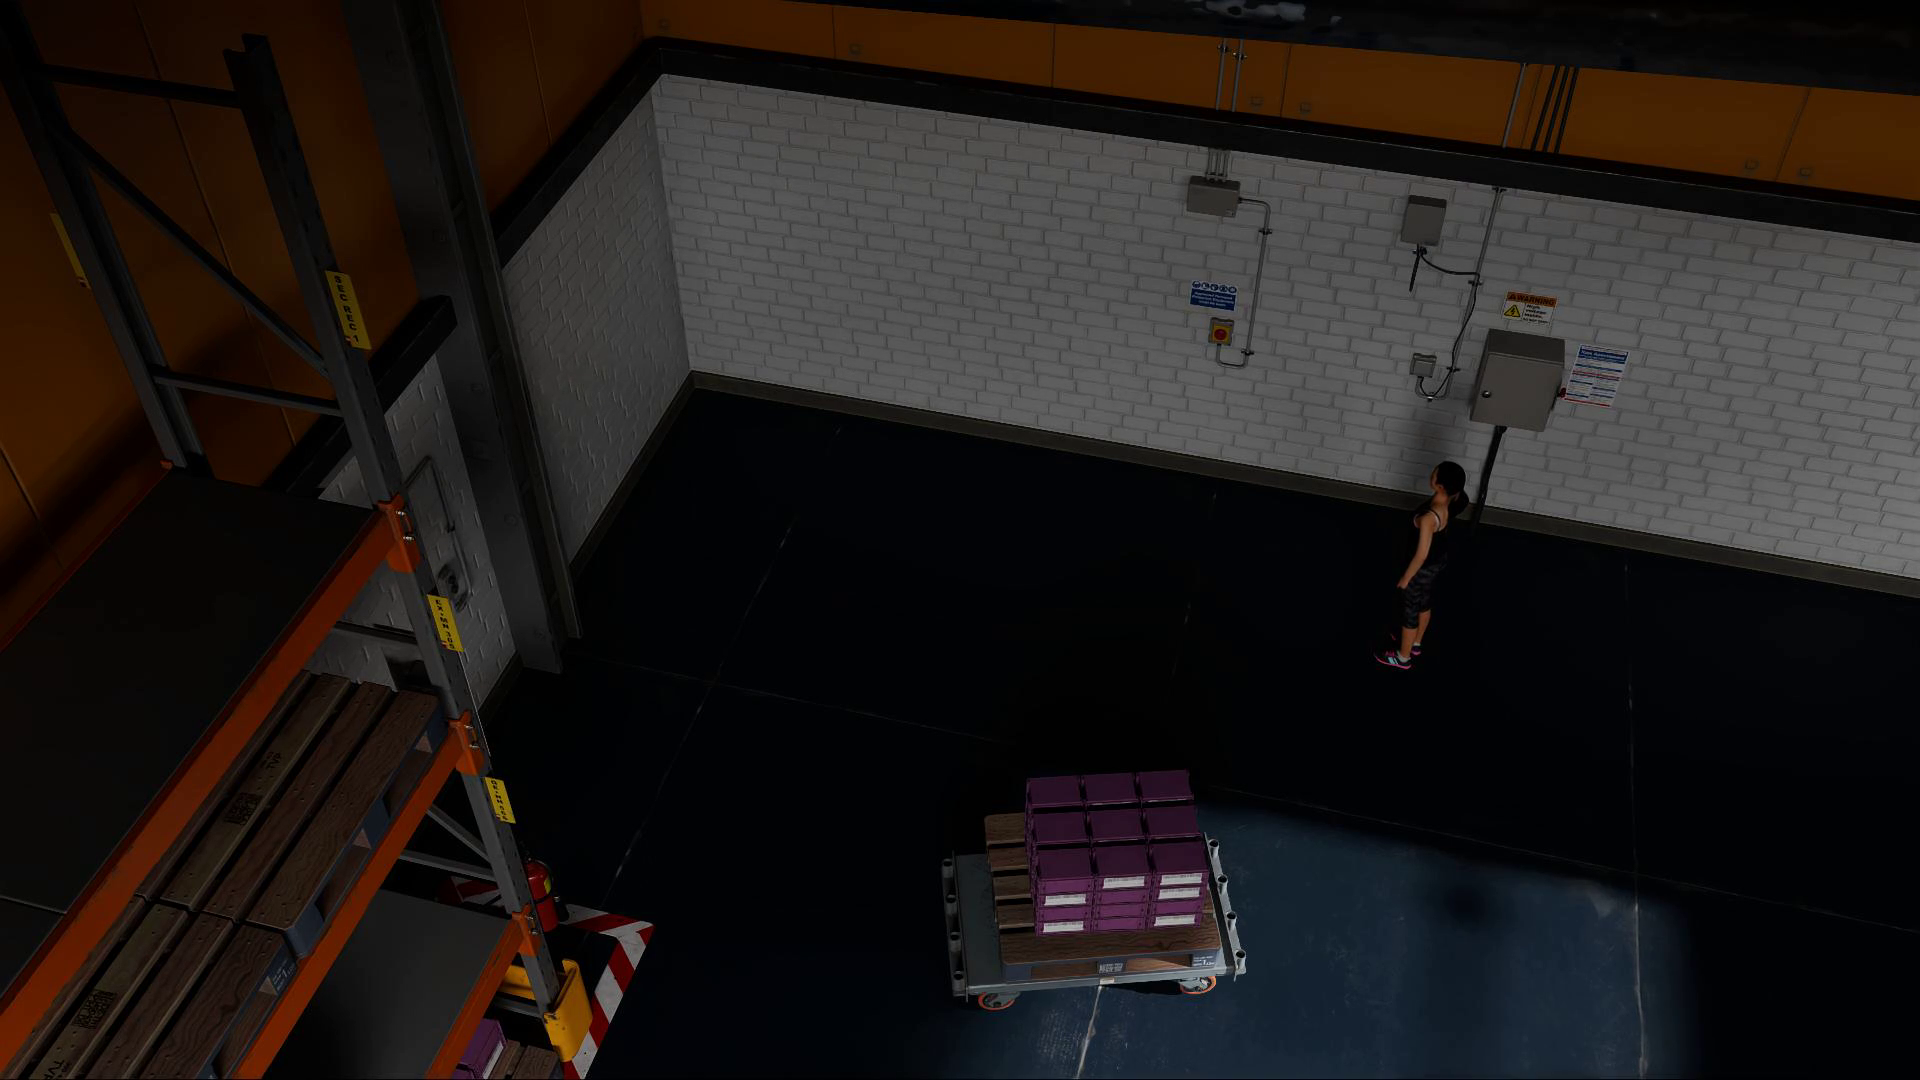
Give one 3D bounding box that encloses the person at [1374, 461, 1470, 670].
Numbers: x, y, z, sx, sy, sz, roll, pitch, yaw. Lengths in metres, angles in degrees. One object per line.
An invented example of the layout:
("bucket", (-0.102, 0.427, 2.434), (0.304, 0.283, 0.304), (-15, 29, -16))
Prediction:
("person", (3.035, 0.165, 10.842), (0.711, 1.730, 0.607), (30, 51, 28))
